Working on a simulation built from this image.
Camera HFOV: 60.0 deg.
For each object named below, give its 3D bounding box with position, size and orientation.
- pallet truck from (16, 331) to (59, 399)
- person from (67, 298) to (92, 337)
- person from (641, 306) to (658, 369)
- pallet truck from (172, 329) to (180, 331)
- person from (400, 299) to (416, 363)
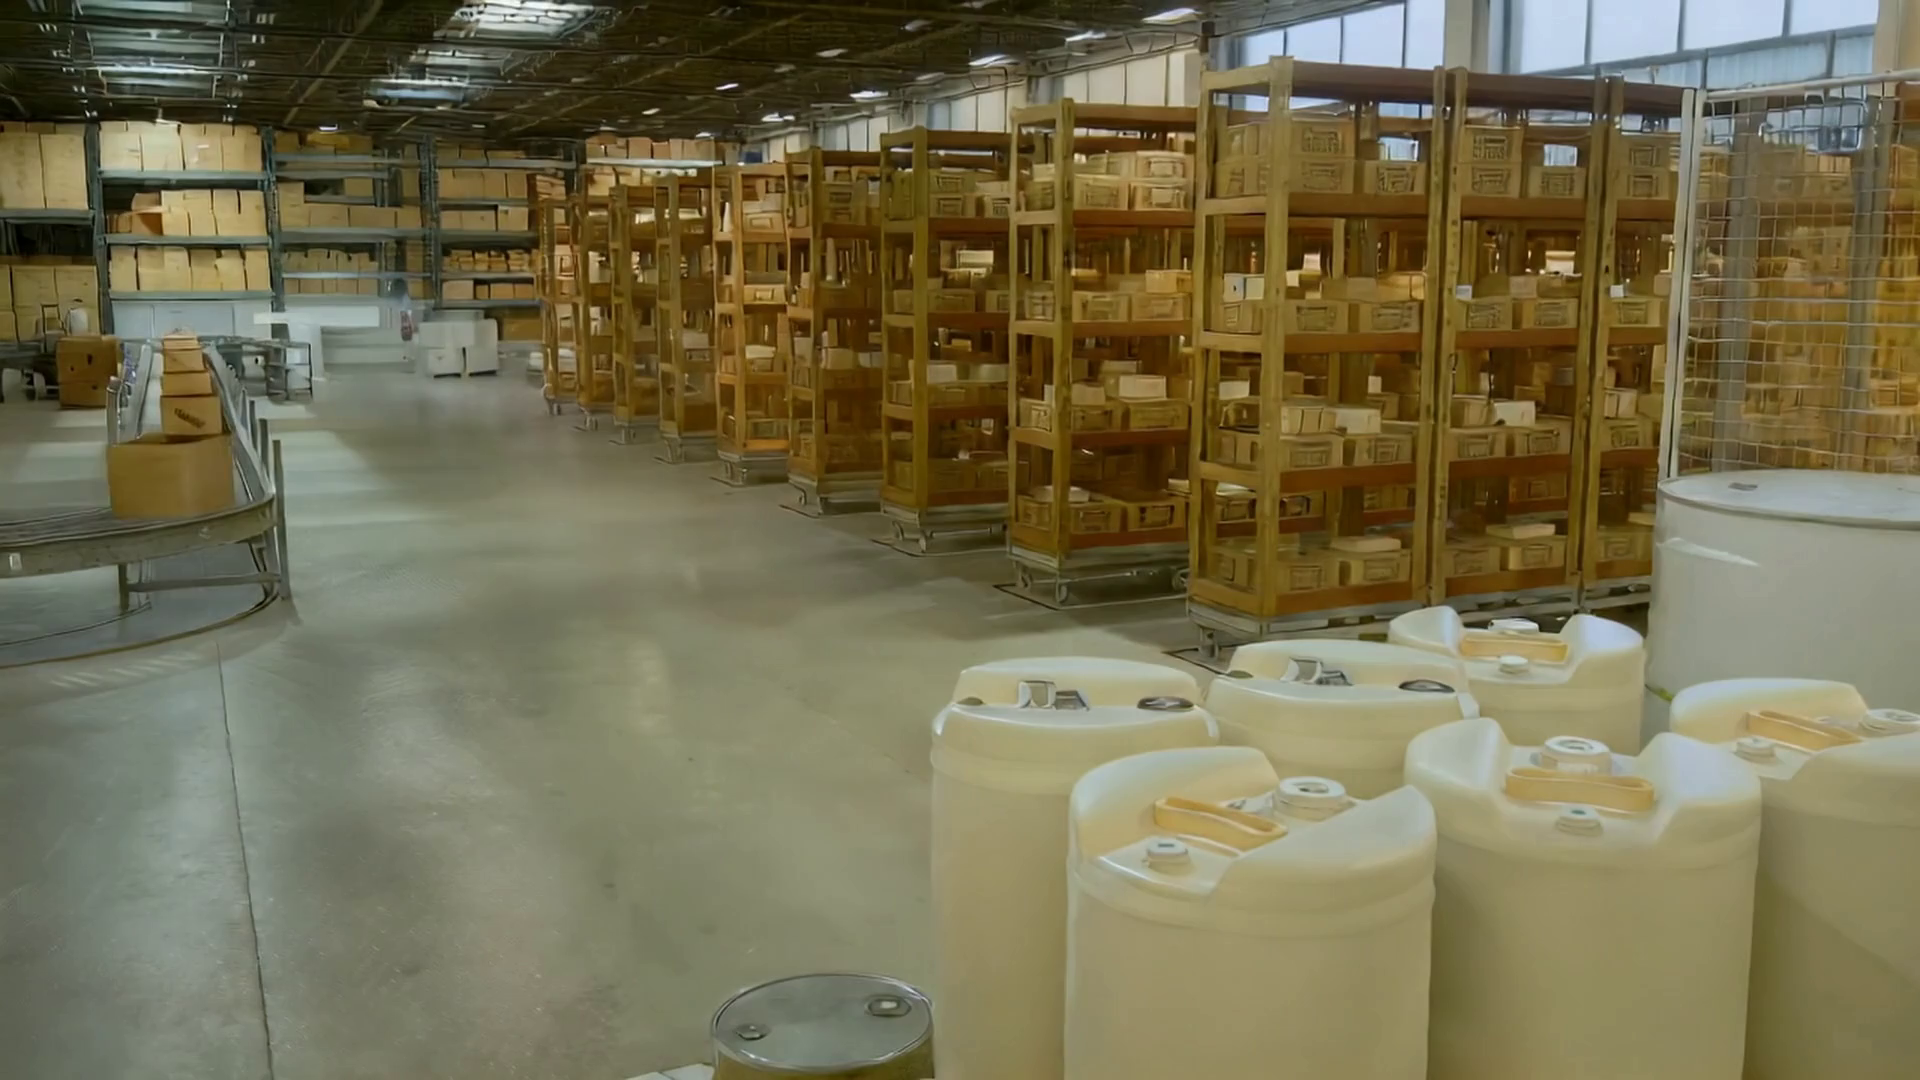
[{"bbox_3d":[-17.082,-3.353,31.781,1.630,1.274,0.653,-4,10,-25],"label":"pallet truck"},{"bbox_3d":[-20.203,-4.641,38.172,0.404,1.821,0.589,5,10,26],"label":"person"},{"bbox_3d":[-5.669,-3.401,30.109,0.585,1.936,0.627,-2,9,-11],"label":"person"},{"bbox_3d":[-17.275,-3.851,35.096,1.601,1.201,0.680,0,9,1],"label":"pallet truck"},{"bbox_3d":[-14.723,-5.564,44.269,0.322,1.697,0.531,-6,11,-33],"label":"person"}]
